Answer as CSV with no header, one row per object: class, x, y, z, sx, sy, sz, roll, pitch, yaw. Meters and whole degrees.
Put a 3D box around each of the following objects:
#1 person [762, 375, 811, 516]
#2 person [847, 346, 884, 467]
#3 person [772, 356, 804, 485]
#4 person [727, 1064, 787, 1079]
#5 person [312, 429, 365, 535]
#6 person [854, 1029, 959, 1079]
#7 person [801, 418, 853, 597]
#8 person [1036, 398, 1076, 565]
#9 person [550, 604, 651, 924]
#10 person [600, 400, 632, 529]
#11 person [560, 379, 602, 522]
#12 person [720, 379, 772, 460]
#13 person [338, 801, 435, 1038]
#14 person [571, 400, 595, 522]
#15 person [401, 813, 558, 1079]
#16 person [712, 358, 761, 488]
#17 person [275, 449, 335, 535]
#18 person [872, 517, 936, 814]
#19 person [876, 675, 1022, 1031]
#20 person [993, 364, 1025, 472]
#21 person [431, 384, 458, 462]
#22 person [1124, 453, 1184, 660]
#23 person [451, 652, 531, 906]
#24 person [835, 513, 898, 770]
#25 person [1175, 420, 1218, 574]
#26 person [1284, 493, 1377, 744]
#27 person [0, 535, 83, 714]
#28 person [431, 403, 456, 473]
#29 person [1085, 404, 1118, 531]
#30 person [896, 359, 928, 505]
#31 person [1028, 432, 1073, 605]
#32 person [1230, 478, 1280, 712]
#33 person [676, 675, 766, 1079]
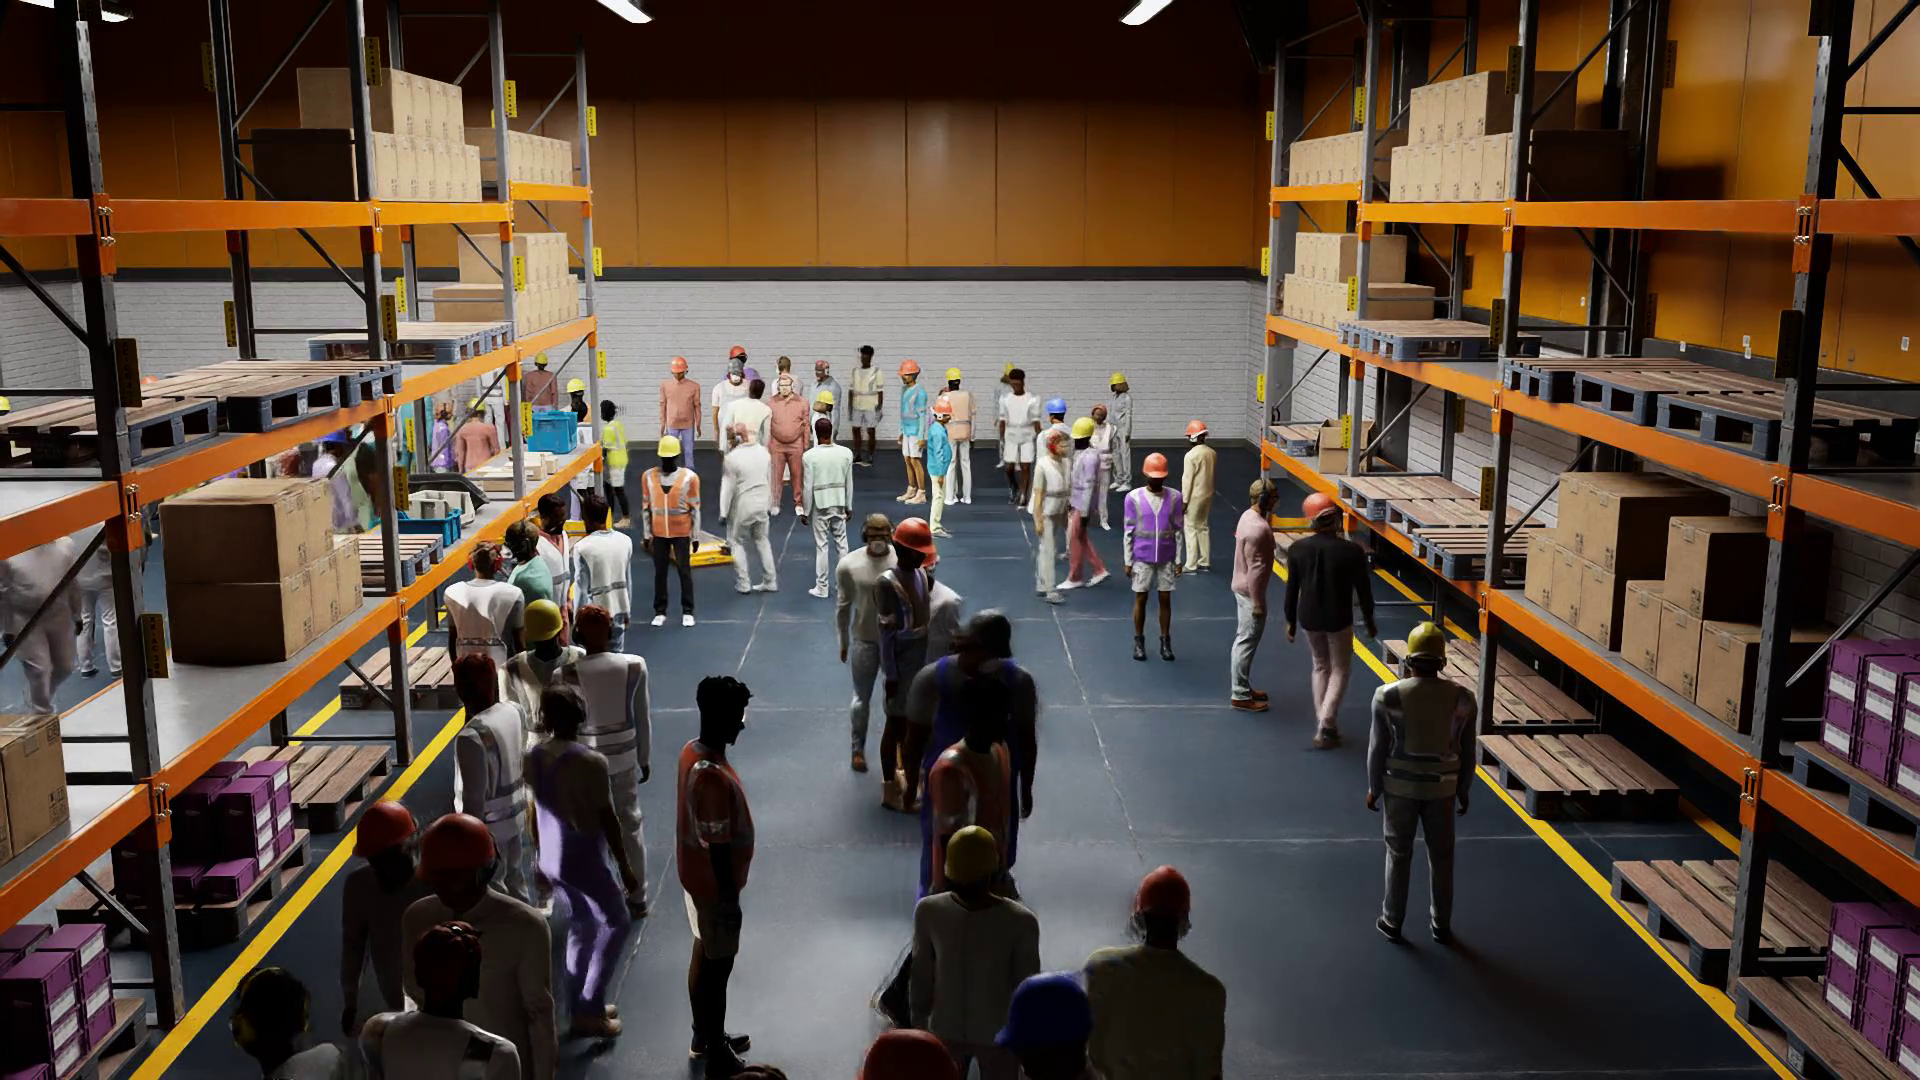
person,-2.329,-1.269,22.331,0.651,1.907,0.409,-1,11,-5
person,-1.550,-2.132,26.610,0.707,1.944,0.370,5,12,24
person,-2.578,-1.778,24.839,0.378,1.931,0.625,8,14,35
person,-0.552,2.334,4.984,0.278,1.628,0.507,5,12,25
person,-6.299,-0.177,16.850,0.474,1.913,0.710,-8,14,-35
person,-0.071,2.254,4.655,0.403,1.922,0.567,11,16,43
person,-1.402,-0.342,17.670,0.587,1.914,0.390,-6,13,-29
person,1.139,-0.678,19.286,0.605,1.939,0.410,-6,13,-29
person,-2.056,1.292,9.576,0.582,1.879,0.344,-5,12,-25
person,-4.531,-0.972,21.420,0.622,1.668,0.538,0,11,-2
person,-4.949,-1.141,21.678,0.588,1.915,0.400,-10,15,-40
person,-2.821,-1.210,22.185,0.637,1.846,0.860,3,12,16
person,-2.315,1.898,6.939,0.574,1.703,0.849,4,12,18
person,-4.806,-0.932,21.168,0.321,1.697,0.529,3,12,16
person,-1.761,1.935,6.078,0.616,1.986,0.407,3,12,14
person,-3.146,-1.562,23.463,0.681,2.000,0.535,-1,11,-6
person,-6.211,0.071,15.676,0.680,1.872,0.843,0,11,-2
person,-0.345,0.845,11.417,0.391,2.034,0.605,5,12,24
person,0.008,1.567,8.086,0.966,1.929,0.608,8,14,36
person,0.770,-1.940,26.277,0.501,1.684,0.764,-1,11,-3
person,-8.384,-2.075,27.059,0.498,1.634,0.279,4,12,20
person,1.770,0.154,15.159,0.549,1.927,0.393,-1,11,-4
person,-2.419,1.487,8.562,0.355,1.887,0.573,2,11,11
person,-0.595,0.739,12.227,0.631,1.928,0.389,-2,11,-10
person,2.674,-0.486,18.835,0.351,1.738,0.574,9,15,39
person,2.836,0.607,12.801,0.665,1.950,0.472,8,14,33
person,-7.209,0.604,13.011,0.622,1.889,0.644,9,14,39
person,-6.660,-0.966,21.512,0.319,1.631,0.524,-5,12,-25
person,1.767,-0.929,21.310,0.516,1.636,0.314,-2,11,-9
person,-0.686,-1.501,23.188,0.404,2.034,0.613,-6,13,-26
person,1.000,-0.229,17.381,0.619,1.814,0.562,7,14,33
person,2.419,0.444,13.691,0.370,1.932,0.628,2,11,8
person,-1.143,1.590,7.865,0.378,1.959,0.604,-4,12,-19
